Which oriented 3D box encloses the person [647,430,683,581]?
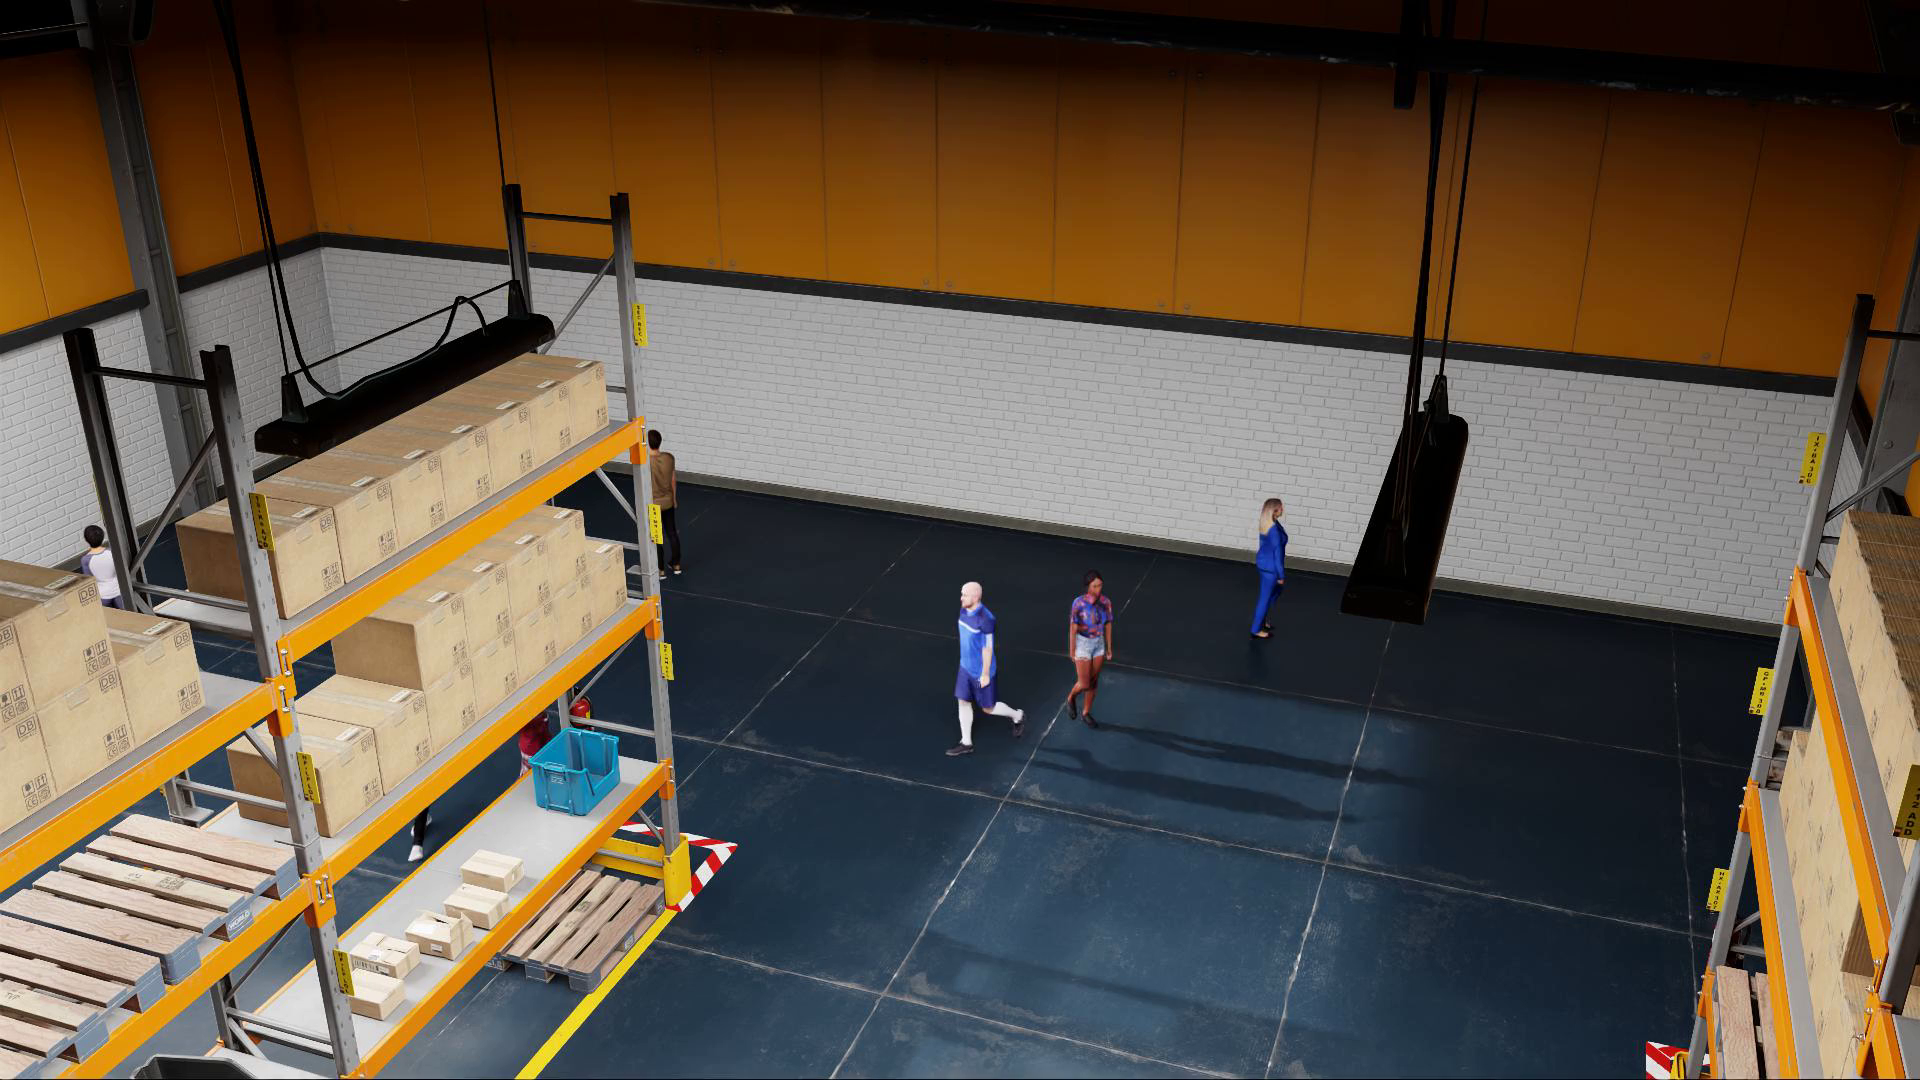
[{"bbox_3d":[-3.608,-0.439,19.939,0.677,1.851,0.811,-20,30,-38],"label":"person"}]

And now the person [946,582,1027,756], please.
[{"bbox_3d":[0.245,1.239,16.151,1.210,1.811,1.072,-15,28,-31],"label":"person"}]

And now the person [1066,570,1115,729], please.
[{"bbox_3d":[1.250,1.064,16.645,0.769,1.734,0.829,-12,26,-26],"label":"person"}]

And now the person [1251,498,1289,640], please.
[{"bbox_3d":[3.324,0.326,18.393,0.800,1.688,0.686,-2,24,-5],"label":"person"}]

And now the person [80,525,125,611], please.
[{"bbox_3d":[-9.239,0.562,18.007,0.689,1.565,0.560,18,29,35],"label":"person"}]
